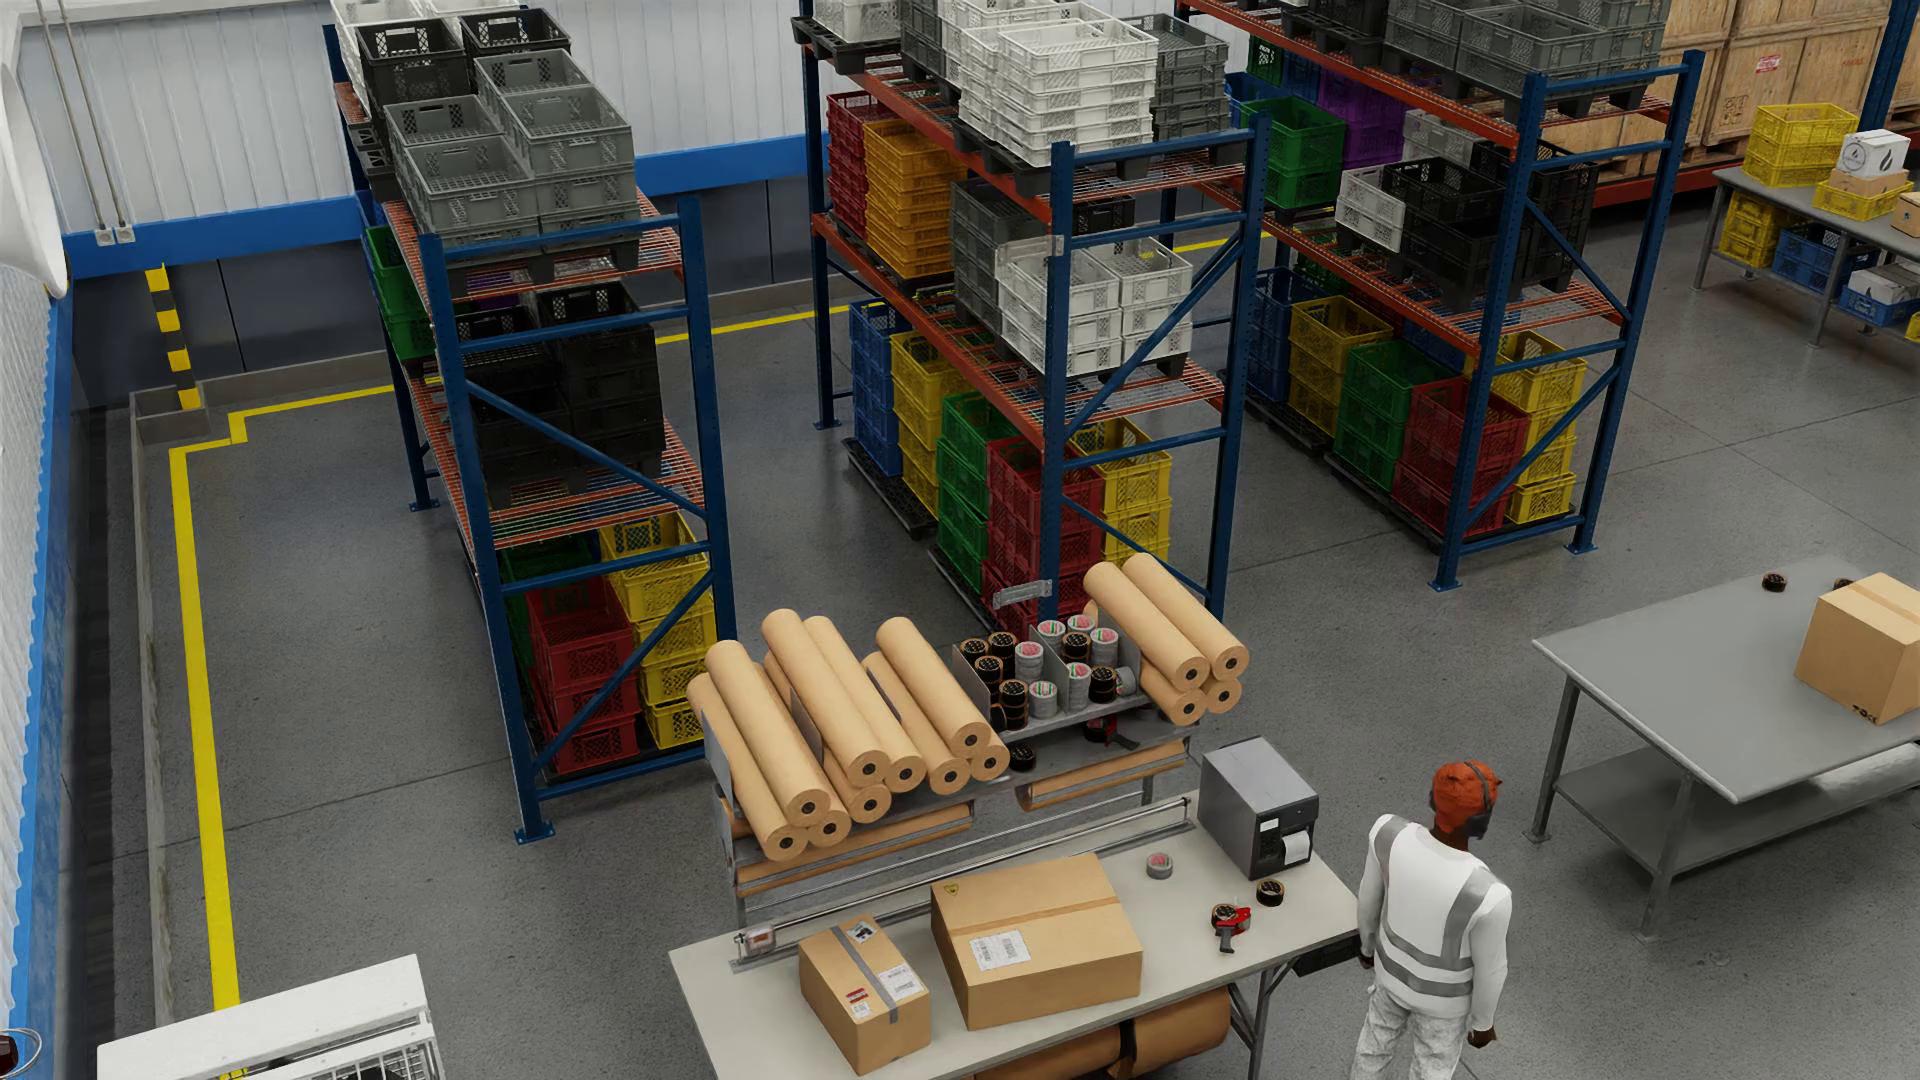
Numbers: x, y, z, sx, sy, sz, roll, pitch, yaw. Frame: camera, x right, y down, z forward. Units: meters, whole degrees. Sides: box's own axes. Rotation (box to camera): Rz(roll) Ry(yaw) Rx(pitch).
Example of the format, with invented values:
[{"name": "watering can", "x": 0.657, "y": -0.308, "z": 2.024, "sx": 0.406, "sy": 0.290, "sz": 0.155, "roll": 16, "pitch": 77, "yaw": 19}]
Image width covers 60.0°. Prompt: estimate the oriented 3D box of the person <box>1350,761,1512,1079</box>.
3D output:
[{"name": "person", "x": 1.652, "y": 1.555, "z": 5.902, "sx": 0.355, "sy": 1.886, "sz": 0.573, "roll": -24, "pitch": 39, "yaw": -33}]
